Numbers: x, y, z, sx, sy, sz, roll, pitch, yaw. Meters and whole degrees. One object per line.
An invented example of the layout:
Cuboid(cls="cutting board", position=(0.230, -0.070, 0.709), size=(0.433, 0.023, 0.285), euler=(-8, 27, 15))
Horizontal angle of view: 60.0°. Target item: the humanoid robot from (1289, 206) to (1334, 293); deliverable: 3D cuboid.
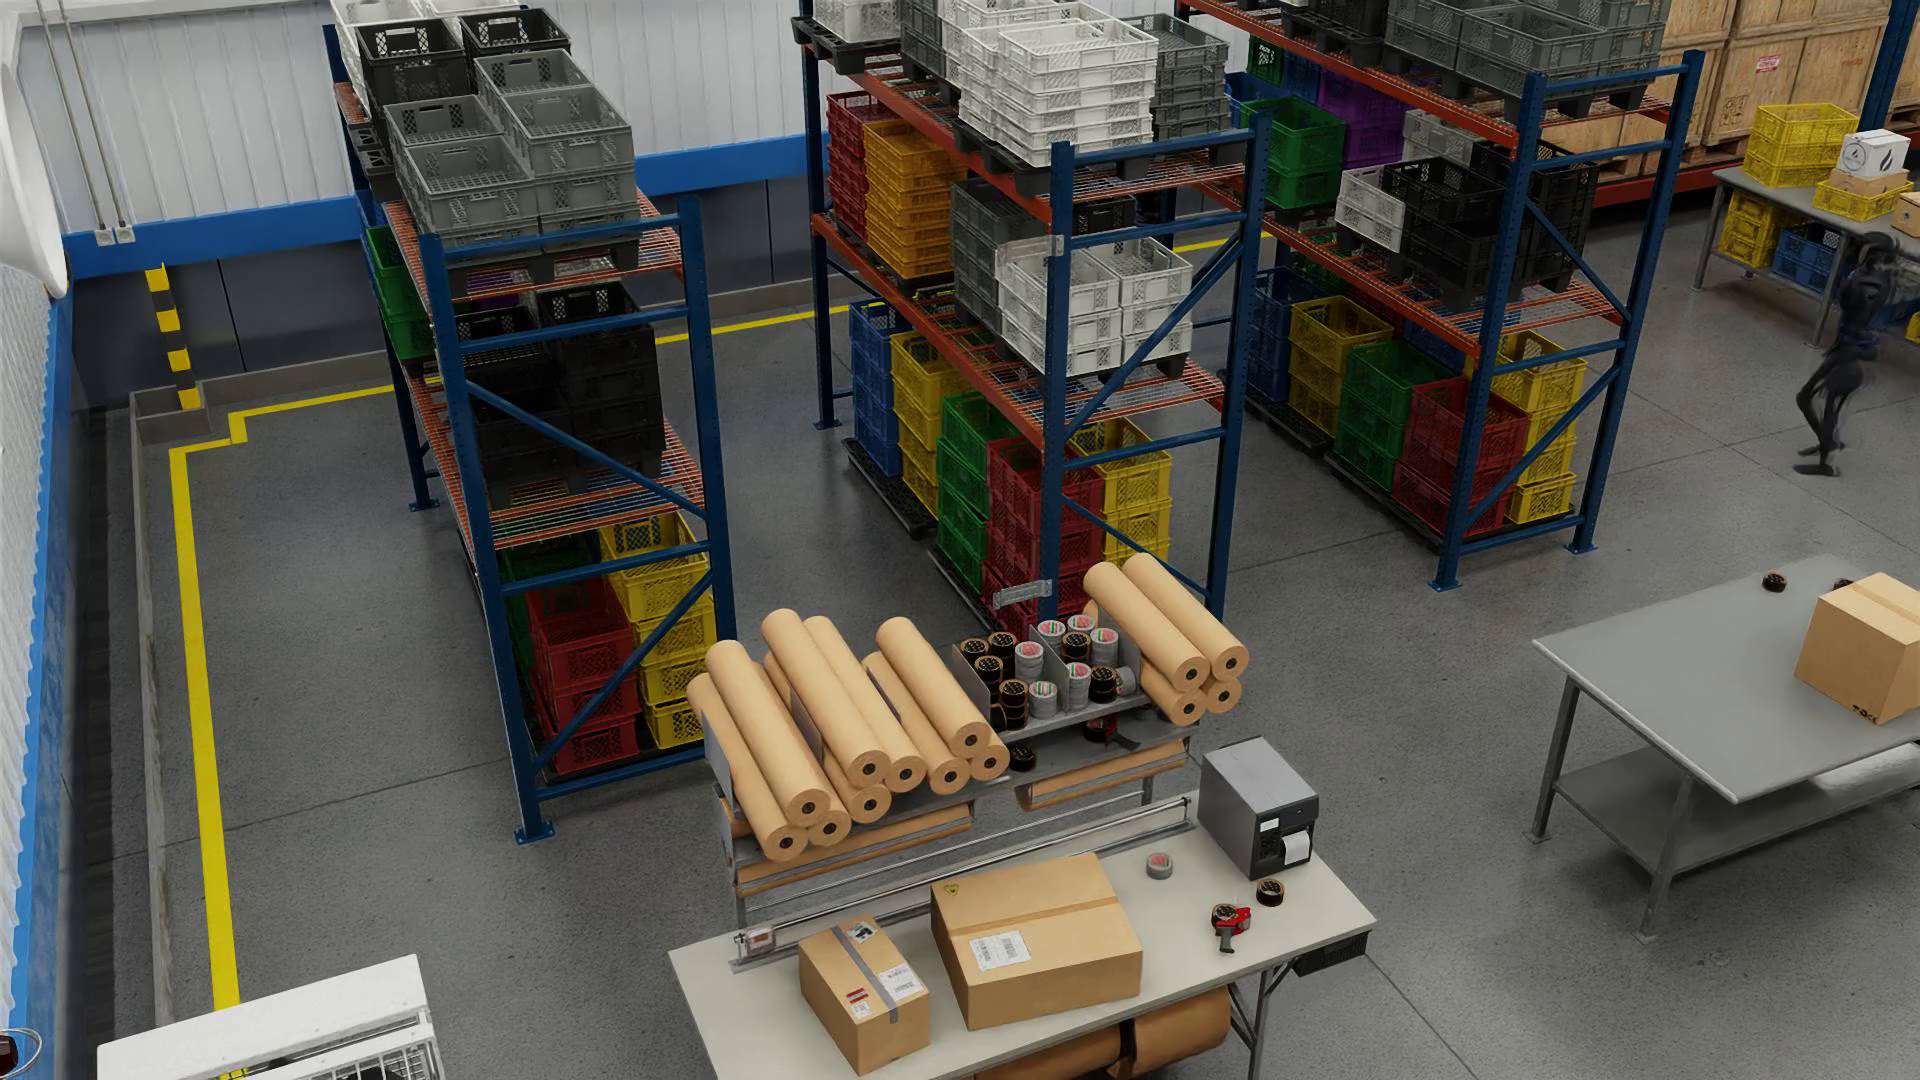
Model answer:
Cuboid(cls="humanoid robot", position=(2.765, -2.777, 13.125), size=(0.616, 1.657, 0.311), euler=(-1, 32, -1))

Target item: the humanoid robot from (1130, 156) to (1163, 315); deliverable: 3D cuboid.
Cuboid(cls="humanoid robot", position=(1.381, -2.215, 12.208), size=(0.314, 1.661, 0.610), euler=(-5, 32, -8))

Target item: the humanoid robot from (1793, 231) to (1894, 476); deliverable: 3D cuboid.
Cuboid(cls="humanoid robot", position=(5.575, -1.174, 10.530), size=(0.392, 1.656, 0.589), euler=(8, 33, 13))
